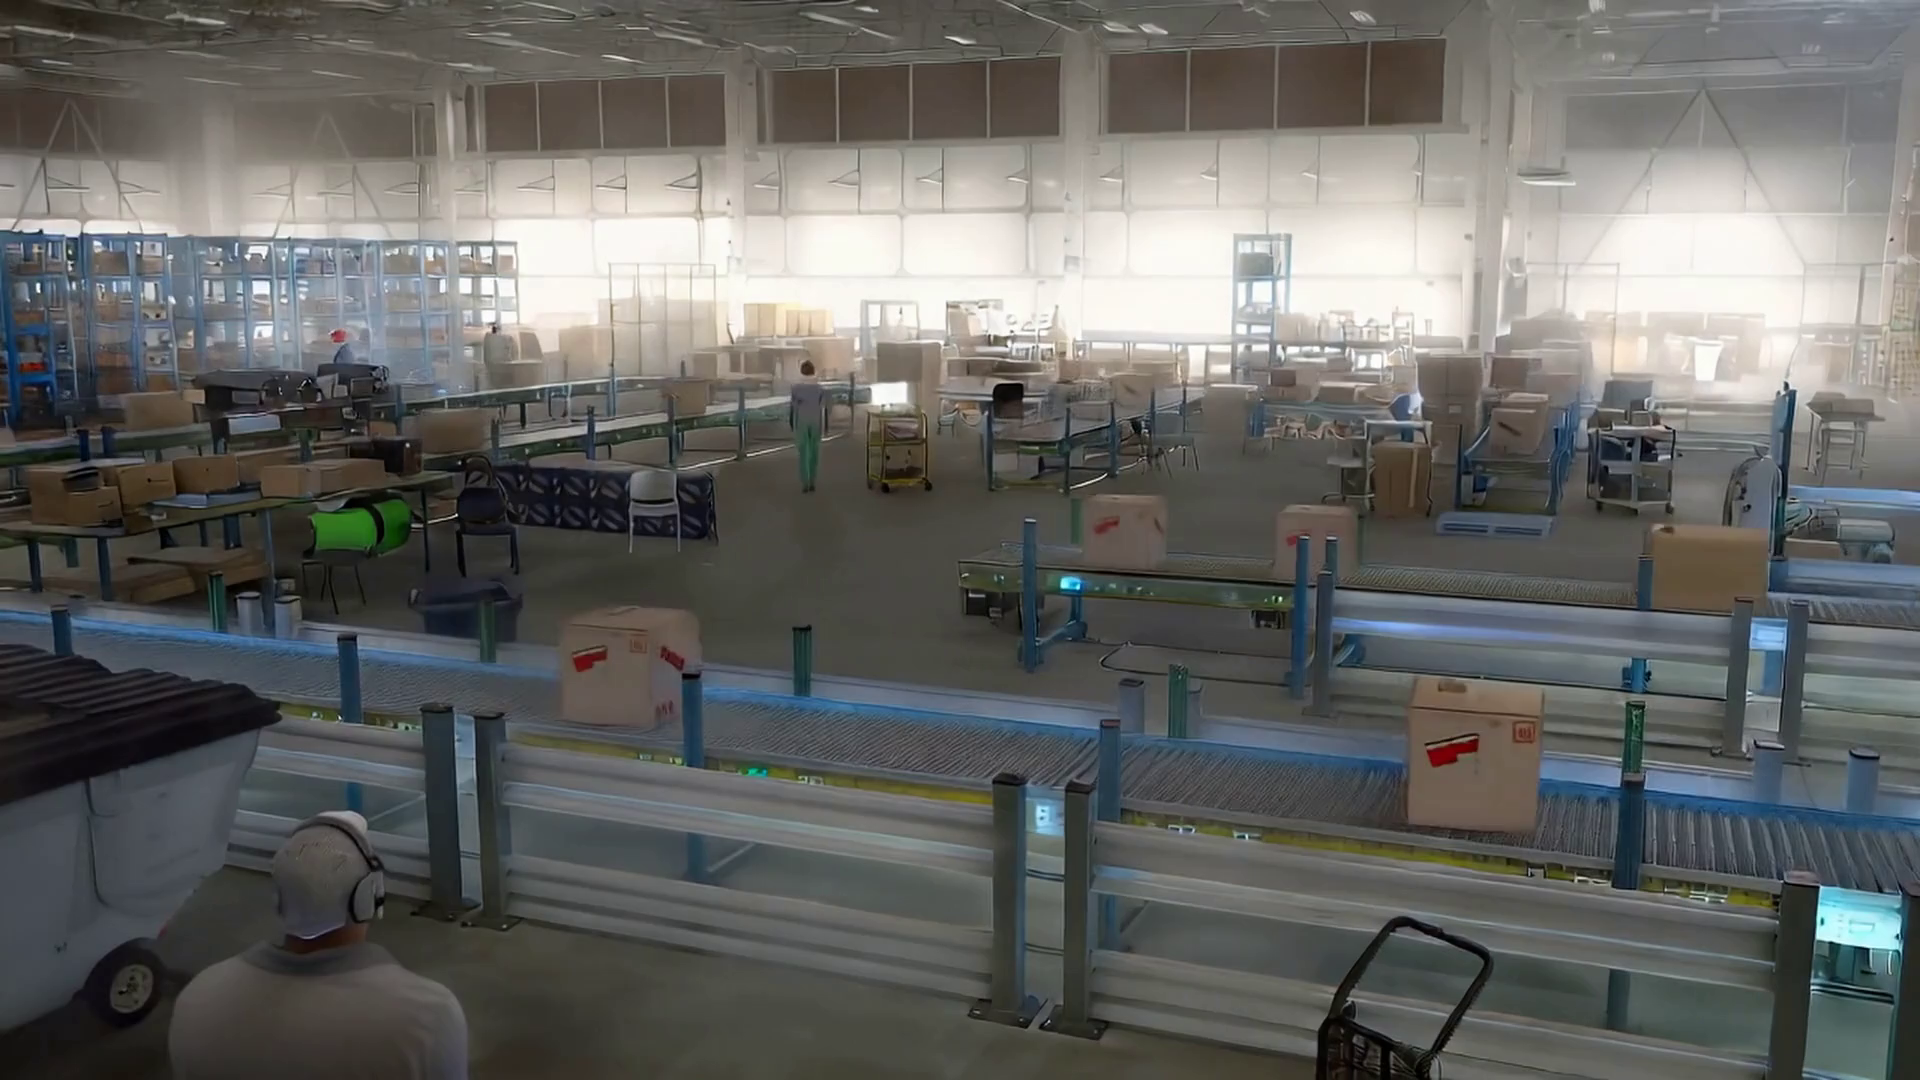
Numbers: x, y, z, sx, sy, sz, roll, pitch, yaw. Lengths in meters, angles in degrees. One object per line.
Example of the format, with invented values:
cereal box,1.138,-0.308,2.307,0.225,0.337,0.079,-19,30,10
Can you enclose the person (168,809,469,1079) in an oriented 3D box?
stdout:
person,-1.319,1.512,3.573,0.640,1.898,0.395,1,9,6

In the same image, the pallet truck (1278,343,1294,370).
pallet truck,7.886,-4.163,39.743,0.653,1.274,1.630,4,10,22

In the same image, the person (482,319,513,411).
person,-9.694,-3.657,34.836,0.642,1.913,0.408,1,9,6

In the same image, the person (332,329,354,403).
person,-11.724,-3.089,31.641,0.404,1.828,0.592,-4,10,-22

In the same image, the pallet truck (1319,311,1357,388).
pallet truck,9.071,-4.419,39.190,0.823,1.965,1.885,5,10,26

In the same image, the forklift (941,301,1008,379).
forklift,0.365,-4.966,41.571,1.157,1.987,2.680,3,10,20

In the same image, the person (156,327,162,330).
person,-17.906,-4.011,37.235,0.571,1.831,0.409,-7,12,-36

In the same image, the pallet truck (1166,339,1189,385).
pallet truck,5.418,-4.269,40.420,0.704,1.261,1.522,3,10,20

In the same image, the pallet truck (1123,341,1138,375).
pallet truck,4.445,-4.380,41.279,0.680,1.201,1.601,4,10,22

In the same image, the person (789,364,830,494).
person,-2.011,-1.496,22.312,0.539,1.716,0.934,-1,9,-9

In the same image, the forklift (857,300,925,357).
forklift,-1.732,-5.109,42.468,1.157,1.987,2.680,4,10,22

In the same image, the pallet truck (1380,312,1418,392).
pallet truck,10.207,-4.283,38.369,0.823,1.965,1.885,3,10,20
